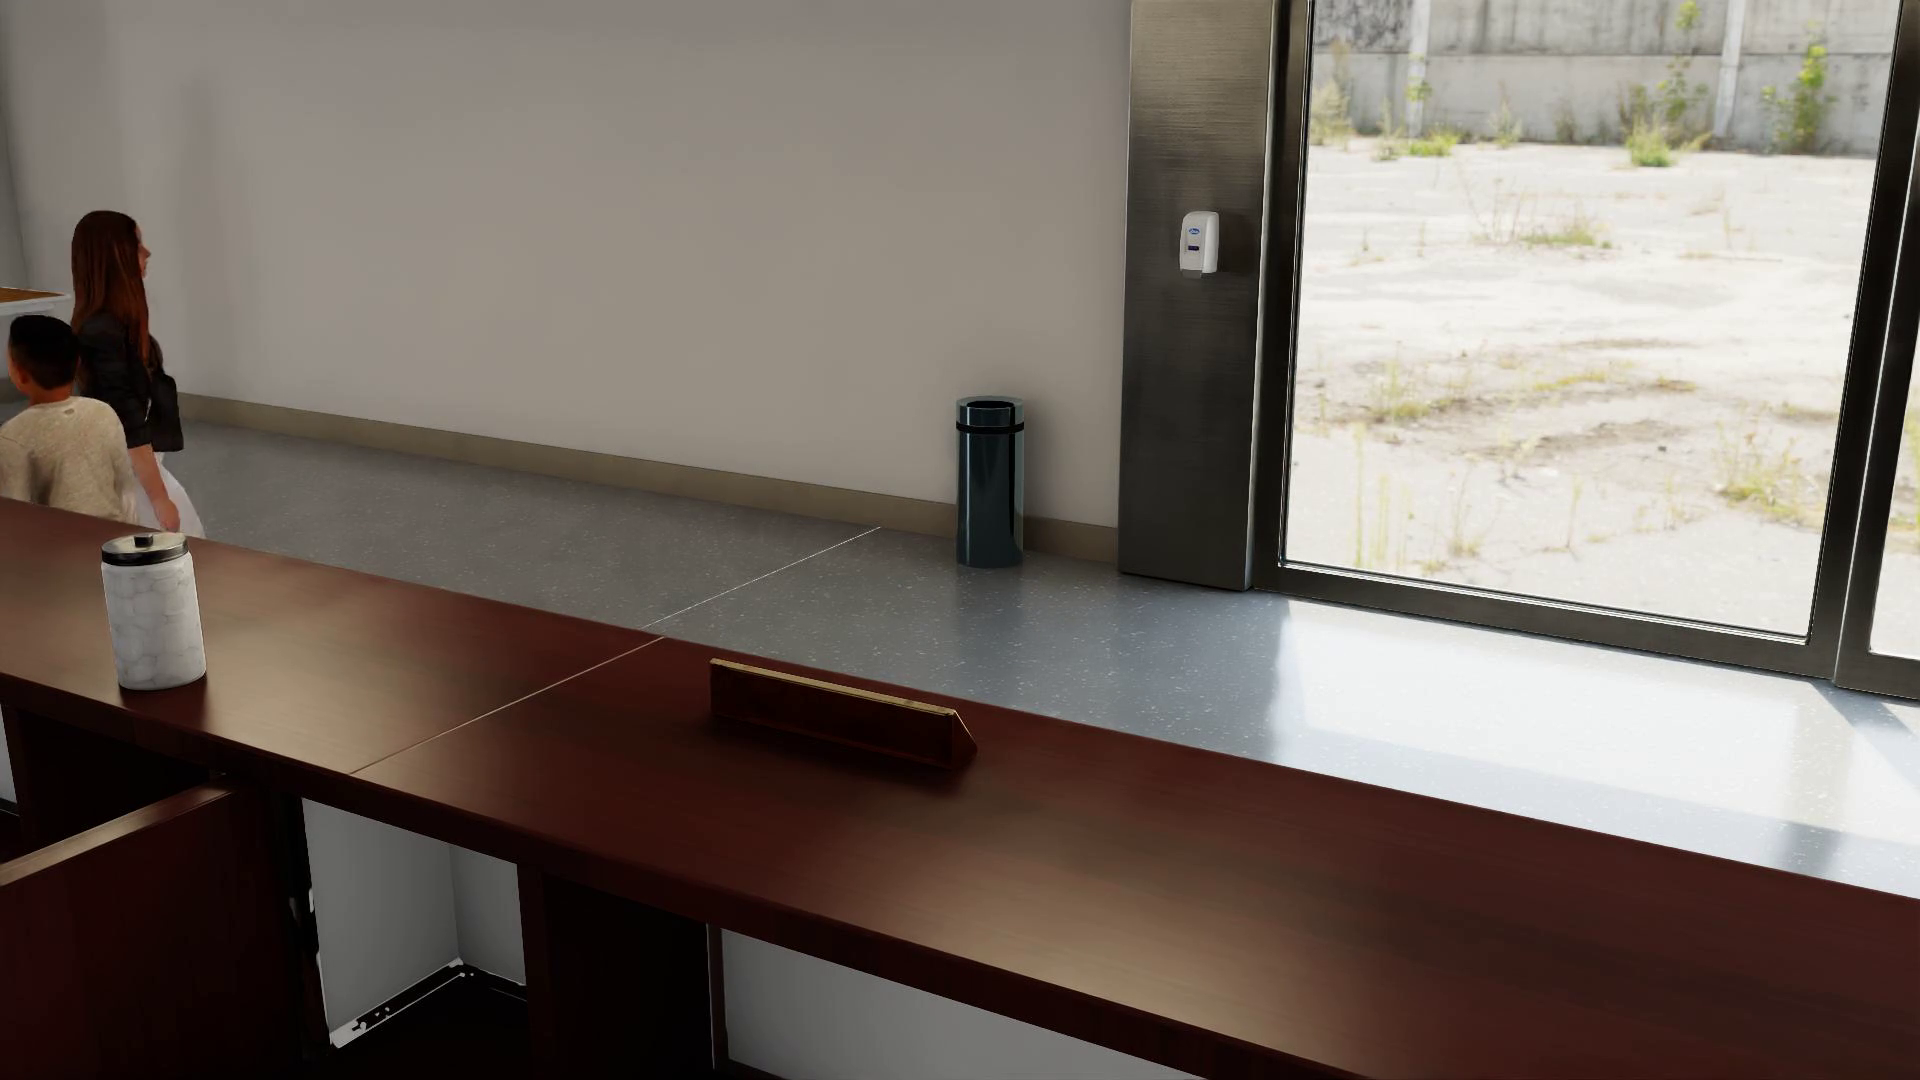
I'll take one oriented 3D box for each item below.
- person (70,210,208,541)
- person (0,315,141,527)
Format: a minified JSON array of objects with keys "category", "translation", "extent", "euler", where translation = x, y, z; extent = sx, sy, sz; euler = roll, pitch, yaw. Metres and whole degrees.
[{"category":"person","translation":[-2.699,-0.178,5.260],"extent":[0.742,1.693,0.706],"euler":[-7,17,-25]},{"category":"person","translation":[-2.436,0.103,4.703],"extent":[0.634,1.454,0.612],"euler":[7,17,24]}]
